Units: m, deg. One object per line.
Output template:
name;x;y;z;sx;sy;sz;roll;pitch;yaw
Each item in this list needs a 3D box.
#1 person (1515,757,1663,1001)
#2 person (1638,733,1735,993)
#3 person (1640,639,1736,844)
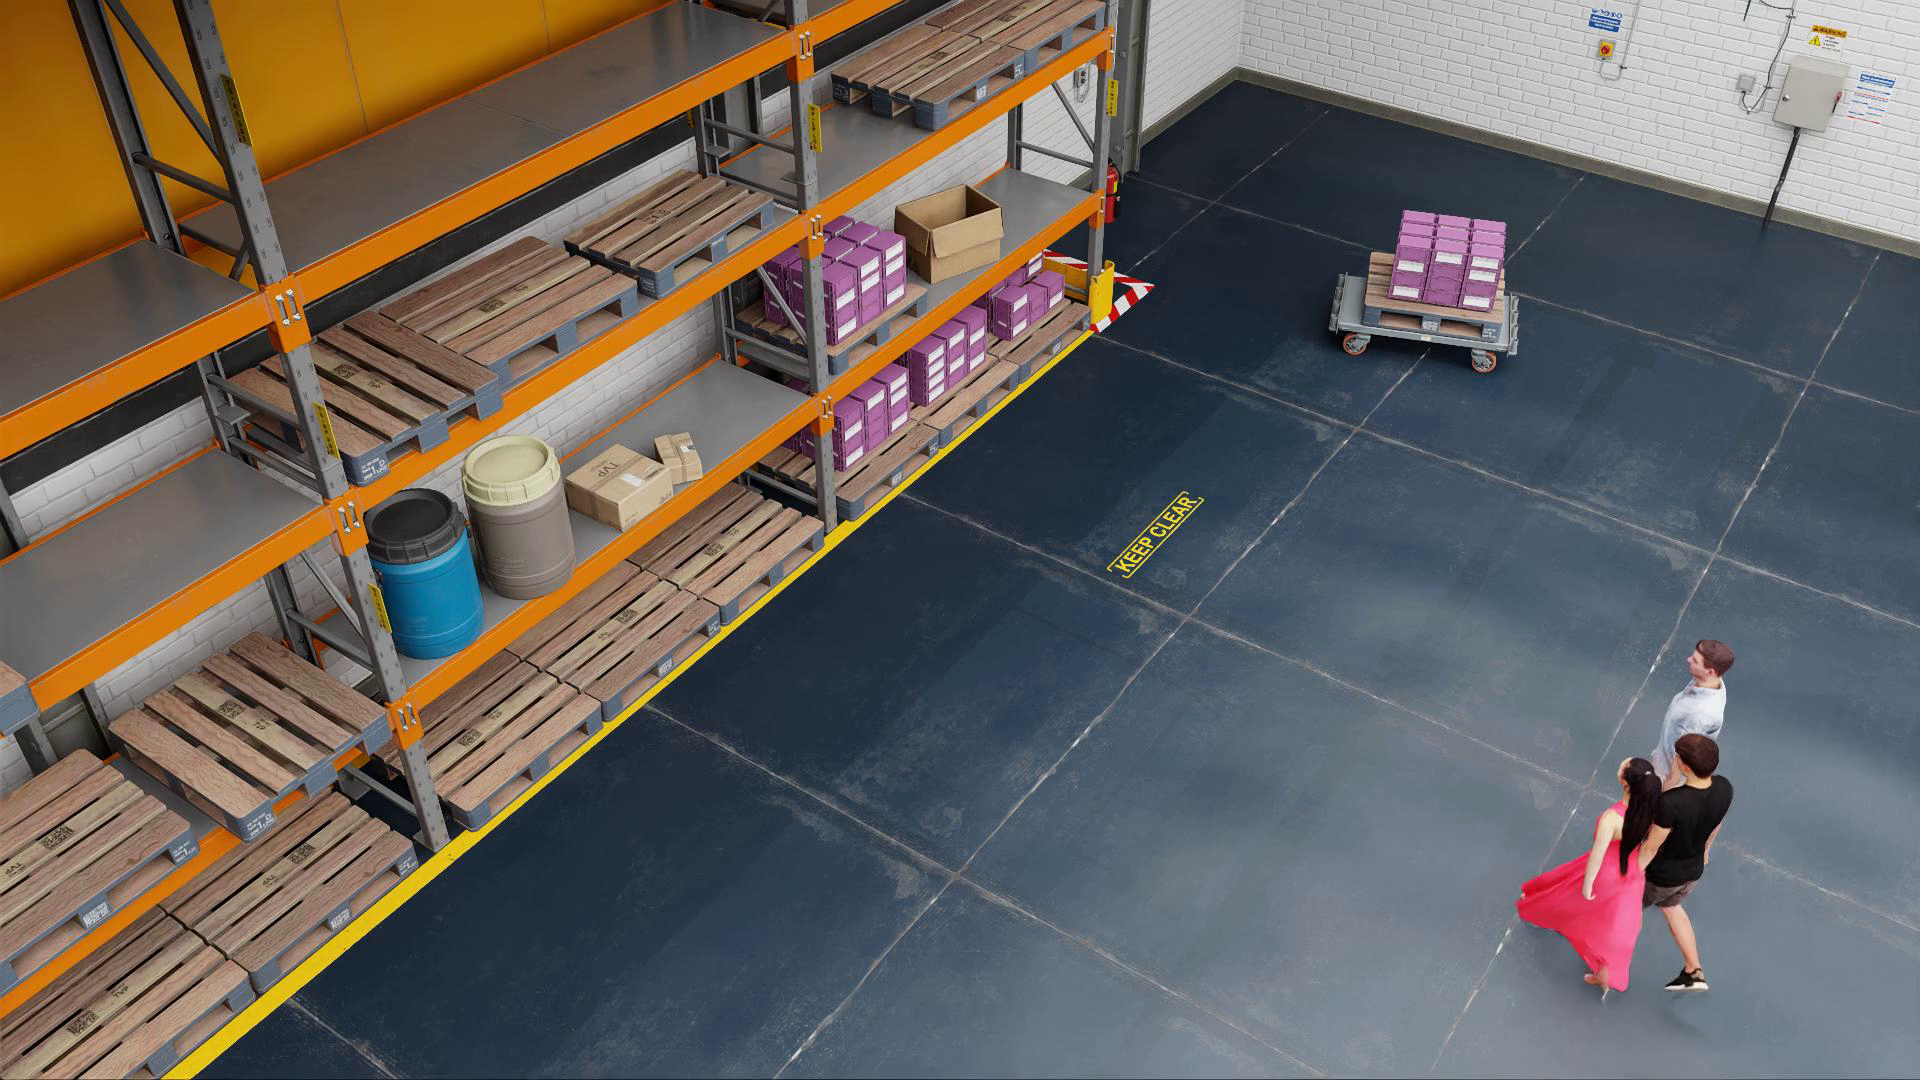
person;3.694;1.935;9.312;1.076;1.690;1.067;-11;40;-13
person;4.013;1.873;9.274;1.069;1.834;1.058;-13;41;-16
person;4.346;1.361;9.911;0.772;1.839;0.747;17;42;20
